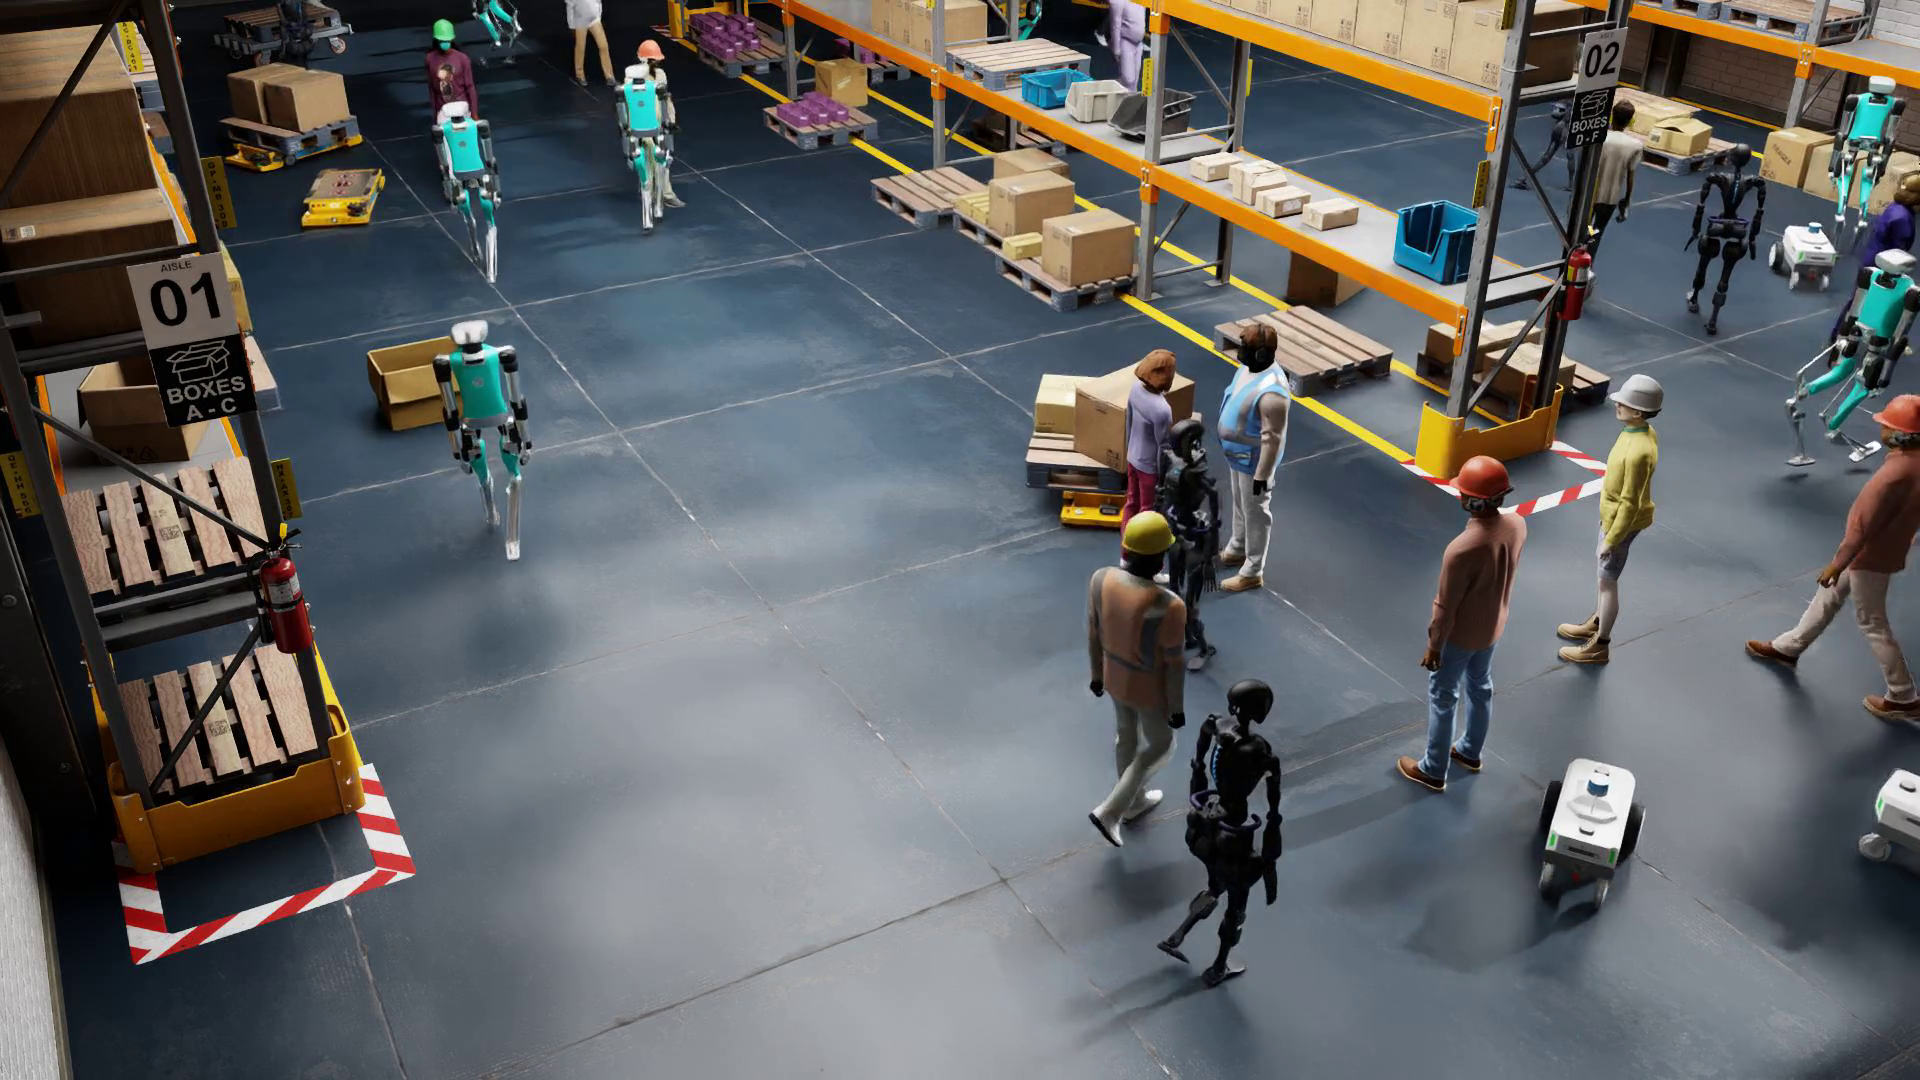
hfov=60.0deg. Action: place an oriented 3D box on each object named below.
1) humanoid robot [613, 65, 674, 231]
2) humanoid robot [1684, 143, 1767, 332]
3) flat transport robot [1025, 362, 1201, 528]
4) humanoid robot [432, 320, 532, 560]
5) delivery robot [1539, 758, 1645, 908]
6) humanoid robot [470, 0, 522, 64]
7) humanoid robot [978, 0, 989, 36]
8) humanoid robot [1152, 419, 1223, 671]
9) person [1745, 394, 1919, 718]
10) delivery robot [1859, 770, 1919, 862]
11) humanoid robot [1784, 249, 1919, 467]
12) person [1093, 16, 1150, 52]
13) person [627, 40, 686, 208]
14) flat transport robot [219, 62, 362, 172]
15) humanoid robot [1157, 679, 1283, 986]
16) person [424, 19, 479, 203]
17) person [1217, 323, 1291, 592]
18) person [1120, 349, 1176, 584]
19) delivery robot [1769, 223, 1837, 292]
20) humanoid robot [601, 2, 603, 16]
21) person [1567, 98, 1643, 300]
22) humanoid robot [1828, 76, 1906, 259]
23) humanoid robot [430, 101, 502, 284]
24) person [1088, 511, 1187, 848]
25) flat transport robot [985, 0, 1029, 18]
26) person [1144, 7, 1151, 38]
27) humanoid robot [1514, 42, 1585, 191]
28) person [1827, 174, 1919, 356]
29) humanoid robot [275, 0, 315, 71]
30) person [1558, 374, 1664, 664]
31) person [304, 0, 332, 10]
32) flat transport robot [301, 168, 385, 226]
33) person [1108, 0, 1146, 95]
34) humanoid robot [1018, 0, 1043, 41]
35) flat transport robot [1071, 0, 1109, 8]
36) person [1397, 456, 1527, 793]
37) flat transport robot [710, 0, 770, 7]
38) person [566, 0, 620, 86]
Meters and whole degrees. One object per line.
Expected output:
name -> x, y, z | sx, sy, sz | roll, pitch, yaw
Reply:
humanoid robot -> -3.168, -3.999, 16.900 | 0.548, 1.733, 1.012 | -3, 30, -5
humanoid robot -> 6.777, -2.715, 14.752 | 0.589, 1.628, 0.764 | 9, 31, 14
flat transport robot -> 1.144, -0.503, 12.286 | 0.659, 0.231, 1.431 | 5, 30, 8
humanoid robot -> -3.178, -0.705, 11.245 | 0.551, 1.860, 0.825 | -8, 31, -14
delivery robot -> 3.254, 1.460, 8.596 | 0.499, 0.610, 0.788 | 14, 33, 23
humanoid robot -> -6.329, -7.248, 22.538 | 0.973, 1.736, 0.548 | 20, 35, 30
humanoid robot -> 0.206, -7.800, 23.633 | 0.615, 1.642, 0.644 | 5, 30, 8
humanoid robot -> 1.389, 0.005, 9.993 | 0.395, 1.637, 0.591 | -19, 35, -30
person -> 5.288, 0.079, 9.595 | 1.036, 1.952, 0.618 | 25, 38, 37
delivery robot -> 5.072, 1.497, 8.509 | 0.767, 0.587, 0.499 | 26, 39, 38
humanoid robot -> 6.453, -1.247, 12.113 | 1.026, 1.736, 0.546 | -11, 32, -18
person -> 2.351, -7.888, 23.592 | 0.842, 1.813, 0.521 | 25, 38, 36
person -> -3.160, -4.387, 17.568 | 0.761, 1.724, 0.574 | 13, 32, 22
flat transport robot -> -7.781, -4.607, 19.429 | 0.659, 0.231, 1.431 | 18, 34, 28
humanoid robot -> 1.191, 1.374, 7.599 | 0.449, 1.639, 0.608 | -18, 35, -29
person -> -5.415, -4.605, 17.797 | 0.501, 1.886, 1.024 | -3, 30, -6
person -> 1.873, -0.537, 10.766 | 0.431, 1.844, 0.623 | -3, 30, -5
person -> 1.241, -0.485, 10.882 | 0.285, 1.633, 0.498 | -10, 31, -18
delivery robot -> 8.089, -2.731, 15.883 | 0.499, 0.601, 0.798 | 6, 30, 11
humanoid robot -> -5.452, -8.410, 24.647 | 0.610, 1.643, 0.468 | -7, 31, -11
person -> 5.855, -3.084, 15.200 | 0.537, 1.840, 0.713 | 5, 30, 8
humanoid robot -> 8.707, -3.507, 16.076 | 0.540, 1.833, 0.664 | 7, 31, 12
humanoid robot -> -4.642, -3.363, 15.822 | 0.560, 1.794, 0.922 | -7, 31, -13
person -> 0.887, 0.724, 8.499 | 0.601, 1.913, 0.597 | -25, 38, -36
flat transport robot -> 0.729, -8.410, 26.050 | 0.659, 0.231, 1.431 | -9, 31, -15
person -> 2.609, -8.209, 24.081 | 0.570, 1.889, 0.389 | -17, 34, -27
humanoid robot -> 6.516, -4.565, 17.993 | 0.767, 1.636, 0.587 | 11, 32, 19
person -> 7.902, -2.280, 14.047 | 0.762, 1.586, 0.490 | 18, 34, 28
humanoid robot -> -8.382, -6.323, 21.004 | 0.342, 1.648, 0.609 | 8, 31, 13
person -> 3.946, -0.111, 9.977 | 0.385, 1.892, 0.473 | 10, 31, 16
person -> -9.850, -8.437, 24.554 | 0.792, 1.807, 0.642 | -8, 31, -14
flat transport robot -> -6.602, -3.688, 17.829 | 0.659, 0.231, 1.431 | -5, 30, -8
person -> 2.039, -6.038, 20.285 | 0.498, 1.894, 0.661 | 20, 35, 31
humanoid robot -> 0.847, -7.049, 22.303 | 0.771, 1.870, 0.540 | 7, 31, 11
flat transport robot -> 2.482, -8.757, 26.654 | 0.659, 0.231, 1.431 | 24, 38, 36
person -> 2.697, 0.456, 8.900 | 0.616, 1.986, 0.398 | -20, 35, -31
flat transport robot -> -3.262, -8.685, 26.528 | 1.431, 0.231, 0.659 | -8, 31, -13
person -> -4.856, -6.789, 21.788 | 0.572, 1.704, 0.812 | -26, 39, -37
